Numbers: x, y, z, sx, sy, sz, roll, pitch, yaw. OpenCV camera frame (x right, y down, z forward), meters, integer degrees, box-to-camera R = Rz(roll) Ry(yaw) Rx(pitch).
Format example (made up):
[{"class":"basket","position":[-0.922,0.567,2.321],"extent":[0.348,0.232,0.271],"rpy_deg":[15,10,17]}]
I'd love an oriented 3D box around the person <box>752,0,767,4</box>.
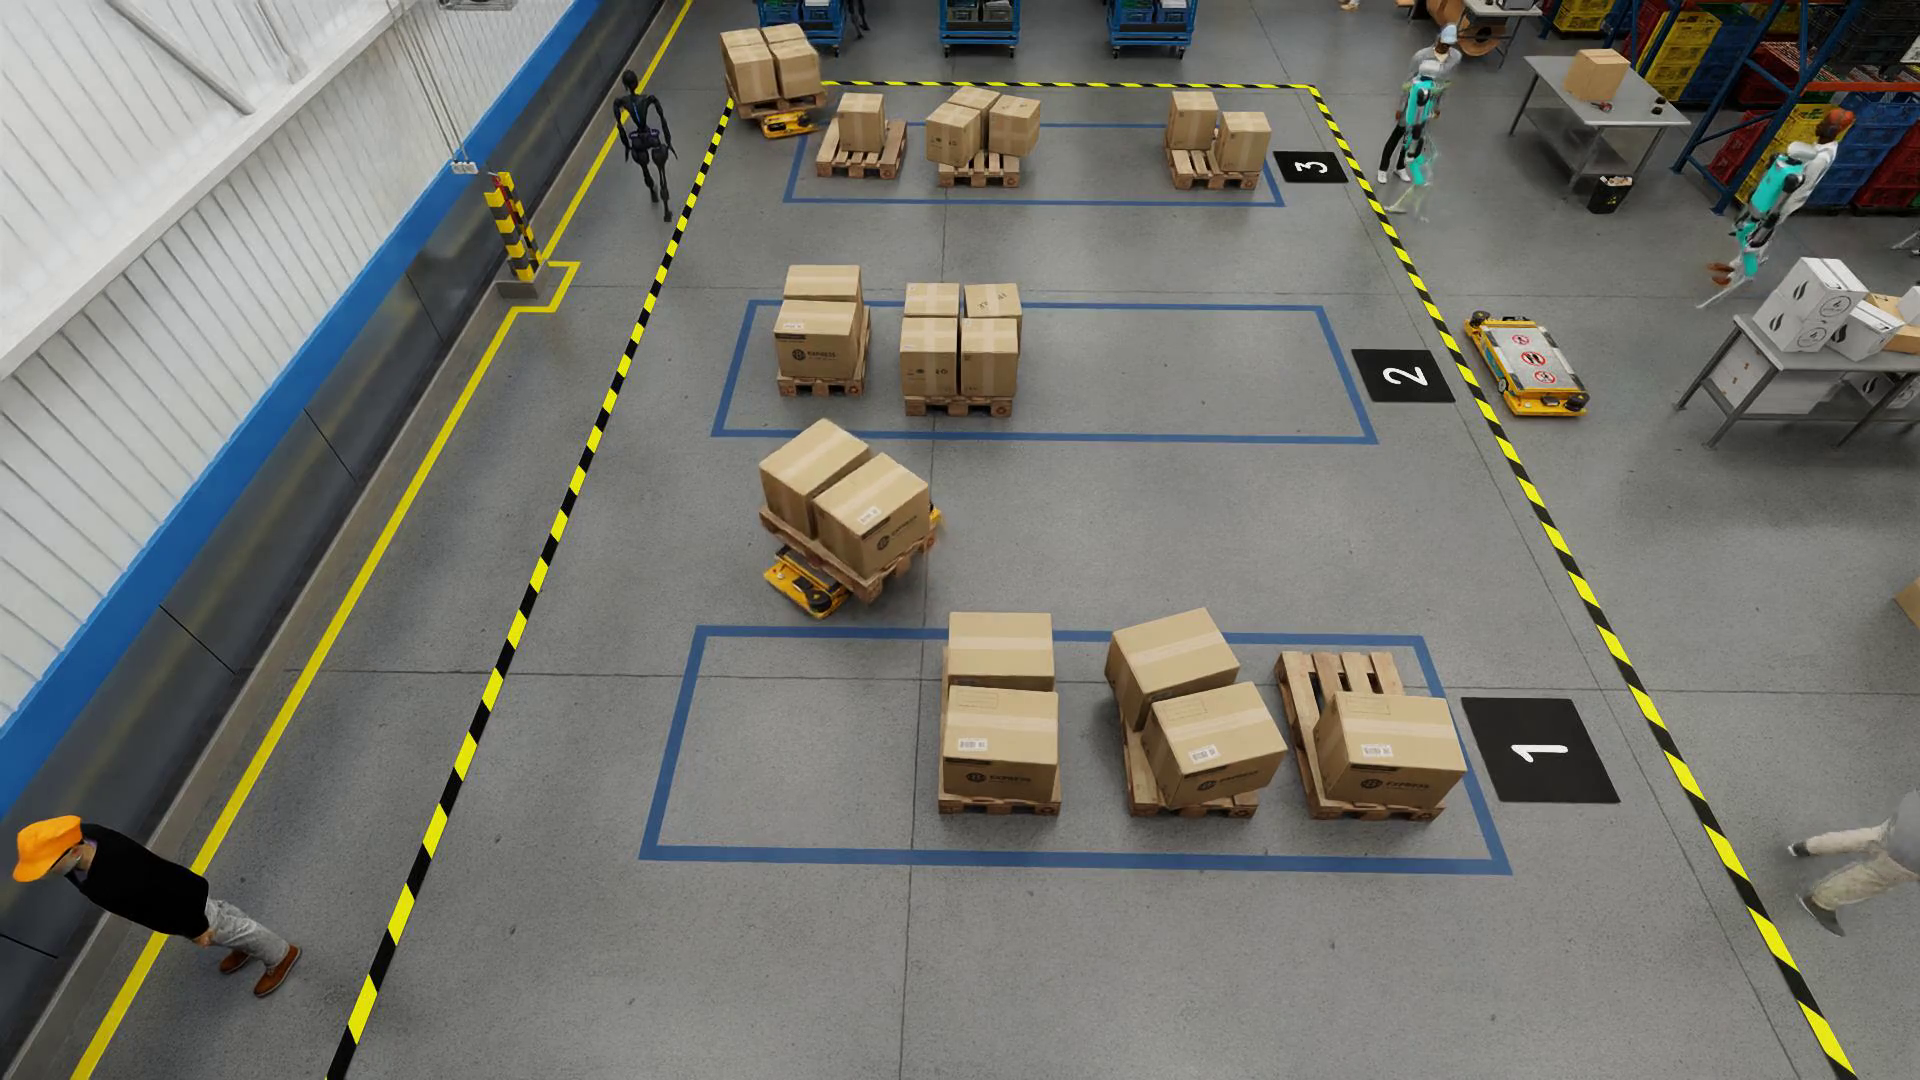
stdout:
[{"class":"person","position":[-3.371,-9.878,14.980],"extent":[0.351,1.937,0.634],"rpy_deg":[-1,49,-1]}]

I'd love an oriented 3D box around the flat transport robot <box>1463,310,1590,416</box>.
[{"class":"flat transport robot","position":[5.573,-1.757,9.054],"extent":[0.659,0.231,1.431],"rpy_deg":[1,49,1]}]

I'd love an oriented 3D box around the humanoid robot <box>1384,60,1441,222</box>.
[{"class":"humanoid robot","position":[5.308,-4.478,10.512],"extent":[0.761,1.881,0.544],"rpy_deg":[9,50,8]}]

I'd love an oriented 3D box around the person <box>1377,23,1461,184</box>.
[{"class":"person","position":[5.530,-5.211,10.999],"extent":[0.588,1.850,0.396],"rpy_deg":[-4,49,-4]}]

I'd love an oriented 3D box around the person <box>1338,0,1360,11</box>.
[{"class":"person","position":[6.569,-9.618,14.818],"extent":[0.429,1.841,0.636],"rpy_deg":[7,49,6]}]

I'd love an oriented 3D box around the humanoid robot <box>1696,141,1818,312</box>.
[{"class":"humanoid robot","position":[8.231,-3.096,9.281],"extent":[0.799,1.806,0.530],"rpy_deg":[9,50,8]}]

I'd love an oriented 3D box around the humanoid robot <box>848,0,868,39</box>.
[{"class":"humanoid robot","position":[-1.629,-8.635,14.107],"extent":[0.589,1.643,0.623],"rpy_deg":[-30,55,-23]}]

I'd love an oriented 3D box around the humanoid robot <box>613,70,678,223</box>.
[{"class":"humanoid robot","position":[-3.610,-4.586,10.588],"extent":[0.599,1.628,0.739],"rpy_deg":[-8,50,-7]}]

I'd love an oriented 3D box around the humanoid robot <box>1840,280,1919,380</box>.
[{"class":"humanoid robot","position":[8.699,-1.975,8.333],"extent":[0.615,1.636,0.718],"rpy_deg":[-6,49,-5]}]

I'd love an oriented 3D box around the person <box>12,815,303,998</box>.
[{"class":"person","position":[-4.156,1.918,4.805],"extent":[0.590,1.884,0.359],"rpy_deg":[21,52,17]}]

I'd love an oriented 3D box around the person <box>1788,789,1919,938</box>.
[{"class":"person","position":[5.420,1.648,5.135],"extent":[0.391,1.749,0.615],"rpy_deg":[31,56,24]}]

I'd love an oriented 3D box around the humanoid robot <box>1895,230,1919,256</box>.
[{"class":"humanoid robot","position":[11.035,-3.830,9.889],"extent":[0.707,1.806,0.533],"rpy_deg":[2,49,1]}]

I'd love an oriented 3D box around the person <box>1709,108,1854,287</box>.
[{"class":"person","position":[8.517,-3.505,9.498],"extent":[0.337,1.882,0.582],"rpy_deg":[28,55,22]}]

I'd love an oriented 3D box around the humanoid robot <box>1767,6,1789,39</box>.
[{"class":"humanoid robot","position":[12.206,-7.995,13.489],"extent":[0.922,1.763,0.537],"rpy_deg":[-15,51,-12]}]

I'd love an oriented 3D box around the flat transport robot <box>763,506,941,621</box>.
[{"class":"flat transport robot","position":[-0.868,0.001,7.514],"extent":[0.652,0.197,1.431],"rpy_deg":[32,56,25]}]

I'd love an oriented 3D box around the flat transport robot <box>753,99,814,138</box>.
[{"class":"flat transport robot","position":[-2.523,-6.036,12.739],"extent":[0.652,0.197,1.431],"rpy_deg":[-15,51,-12]}]
